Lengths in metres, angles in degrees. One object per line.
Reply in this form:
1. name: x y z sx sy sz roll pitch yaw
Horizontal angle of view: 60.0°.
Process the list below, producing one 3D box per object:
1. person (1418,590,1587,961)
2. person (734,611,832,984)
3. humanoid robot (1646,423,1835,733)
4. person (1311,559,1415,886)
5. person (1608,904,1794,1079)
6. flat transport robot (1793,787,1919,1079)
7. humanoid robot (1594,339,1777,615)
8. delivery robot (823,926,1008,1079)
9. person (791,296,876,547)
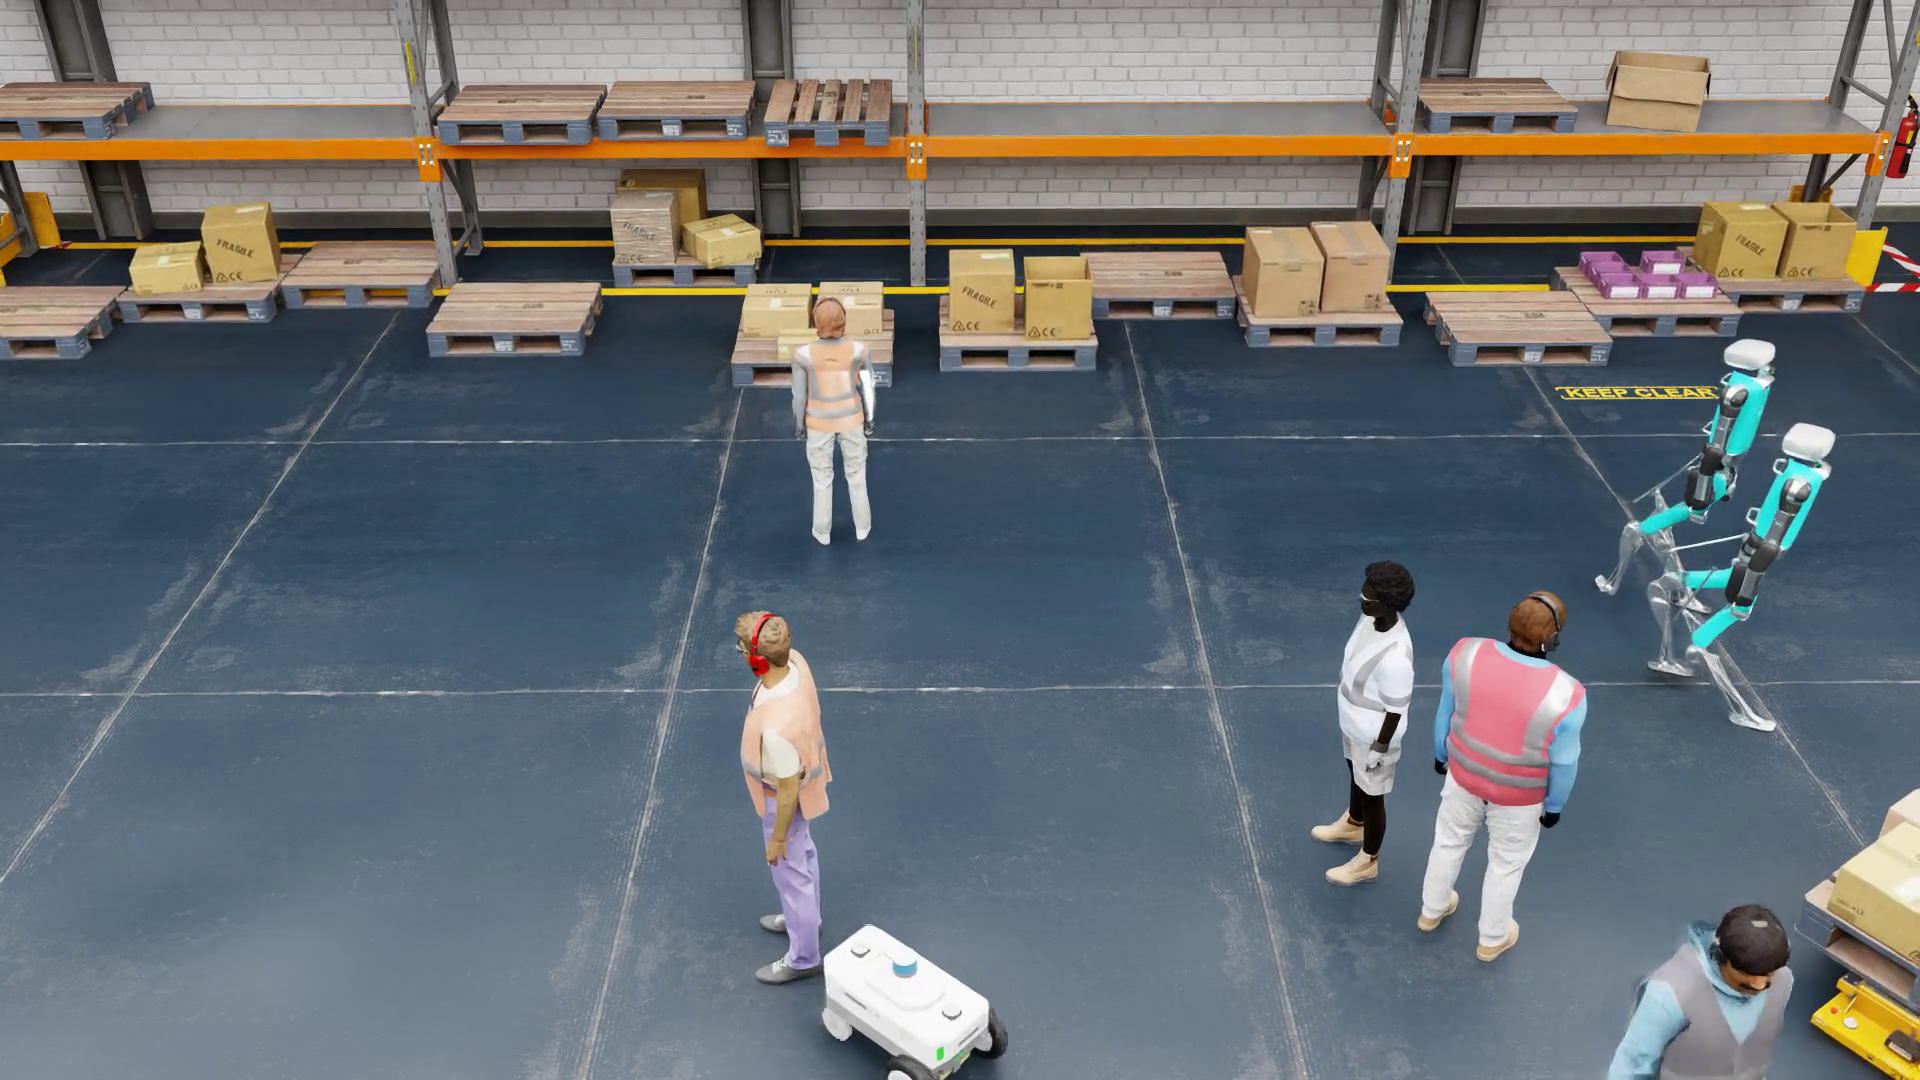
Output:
1. person: 2.337 1.018 7.204 0.630 1.837 0.431 23 38 33
2. person: -0.733 1.097 7.058 0.376 1.839 0.571 0 31 -1
3. humanoid robot: 4.003 0.157 8.764 0.955 1.781 0.533 17 35 26
4. person: 1.871 0.836 7.631 0.316 1.695 0.541 0 31 -1
5. person: 2.465 1.882 5.734 0.590 1.854 0.531 -6 31 -9
6. flat transport robot: 4.403 1.929 7.200 1.431 0.231 0.659 -20 36 -30
7. humanoid robot: 4.125 -0.368 9.668 0.806 1.857 0.531 26 39 36
8. delivery robot: -0.220 1.932 6.887 0.745 0.565 0.499 25 39 35
9. person: -0.773 -0.718 10.275 0.522 1.636 0.308 -6 32 -10
